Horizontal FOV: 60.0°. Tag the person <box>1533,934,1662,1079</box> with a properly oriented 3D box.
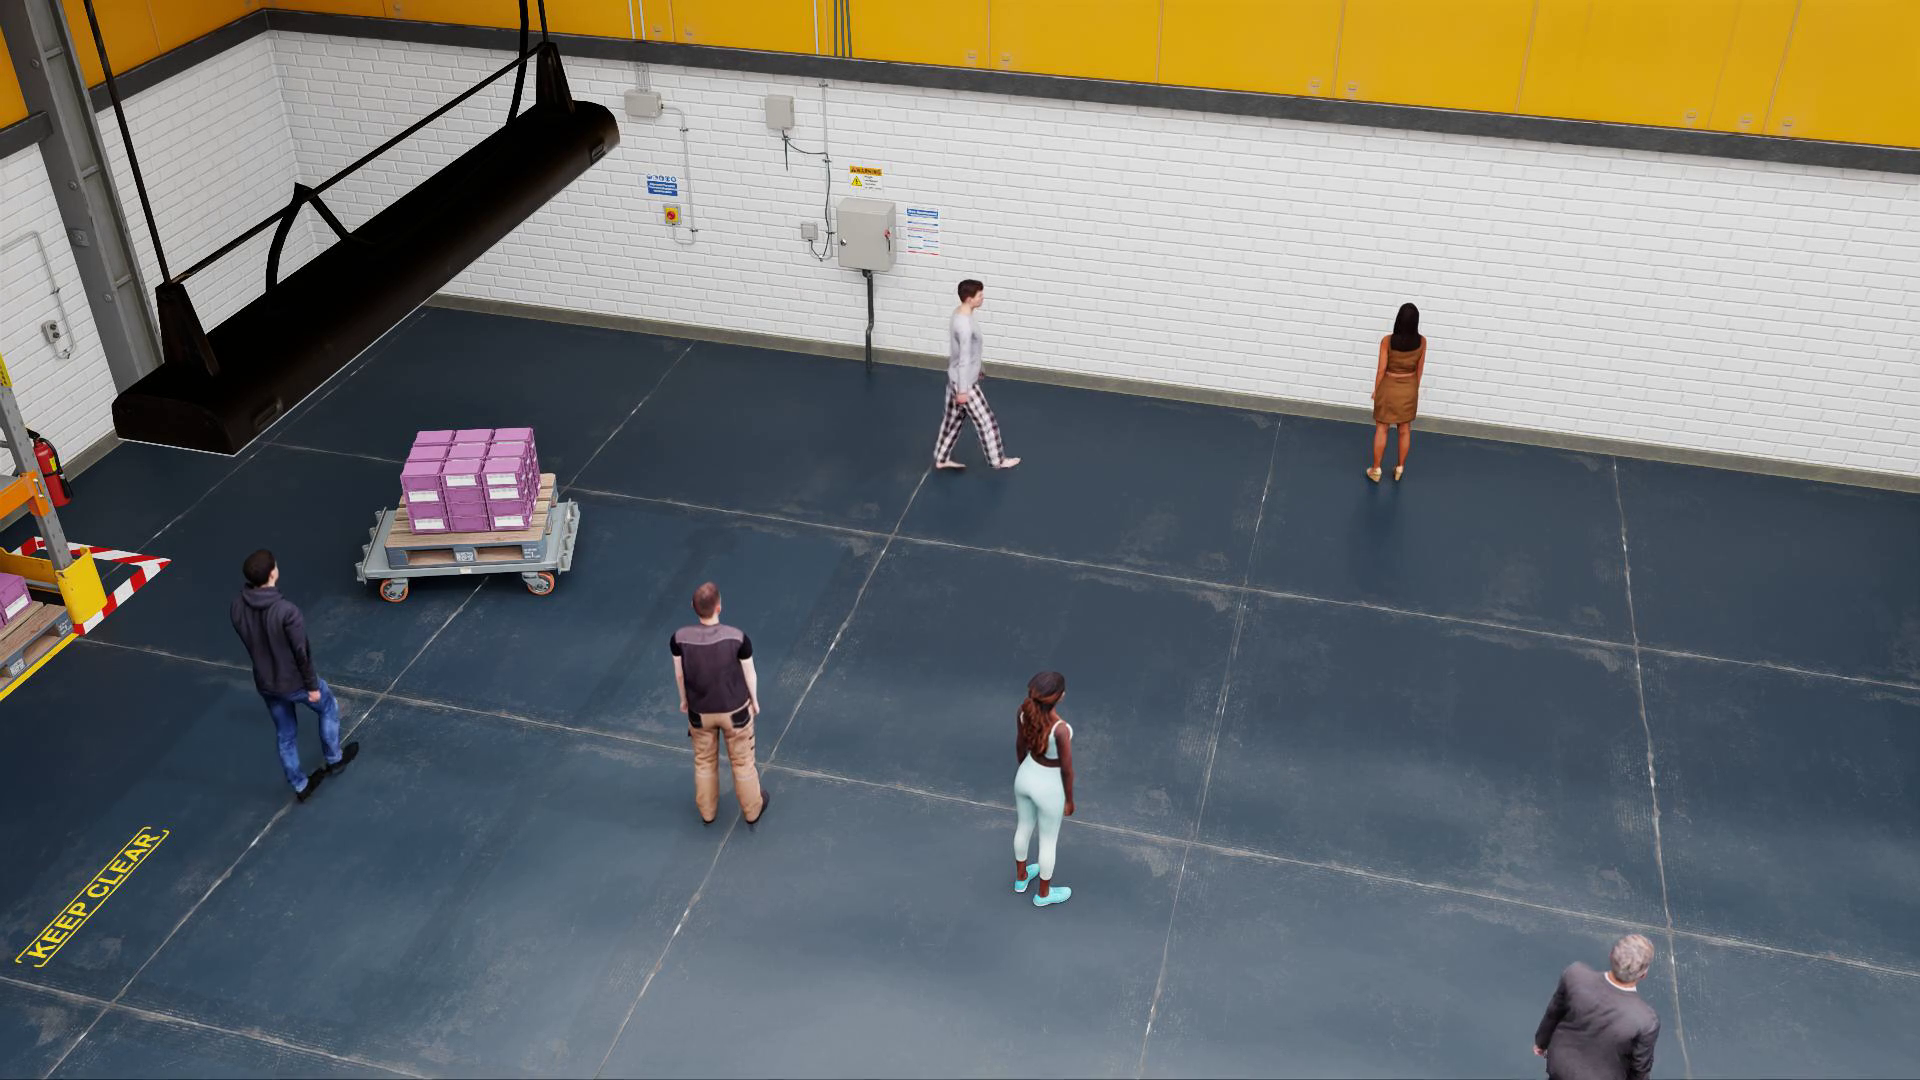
[{"bbox_3d":[3.095,2.668,8.288,0.975,1.830,0.926,-27,42,-34],"label":"person"}]

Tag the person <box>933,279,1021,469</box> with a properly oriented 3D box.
[{"bbox_3d":[-0.050,-1.393,14.404,0.939,1.822,1.039,-3,34,-4],"label":"person"}]

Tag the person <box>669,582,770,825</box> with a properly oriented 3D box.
[{"bbox_3d":[-1.563,1.057,10.702,0.727,1.840,0.656,2,34,3],"label":"person"}]

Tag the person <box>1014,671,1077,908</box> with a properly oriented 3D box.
[{"bbox_3d":[0.496,1.502,10.138,0.657,1.724,0.674,28,43,35],"label":"person"}]

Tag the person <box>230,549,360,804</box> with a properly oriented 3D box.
[{"bbox_3d":[-4.439,0.957,10.824,0.699,1.872,0.798,7,34,11],"label":"person"}]

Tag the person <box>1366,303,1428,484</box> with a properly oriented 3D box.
[{"bbox_3d":[3.762,-1.261,14.326,0.612,1.690,0.597,-1,34,-2],"label":"person"}]
